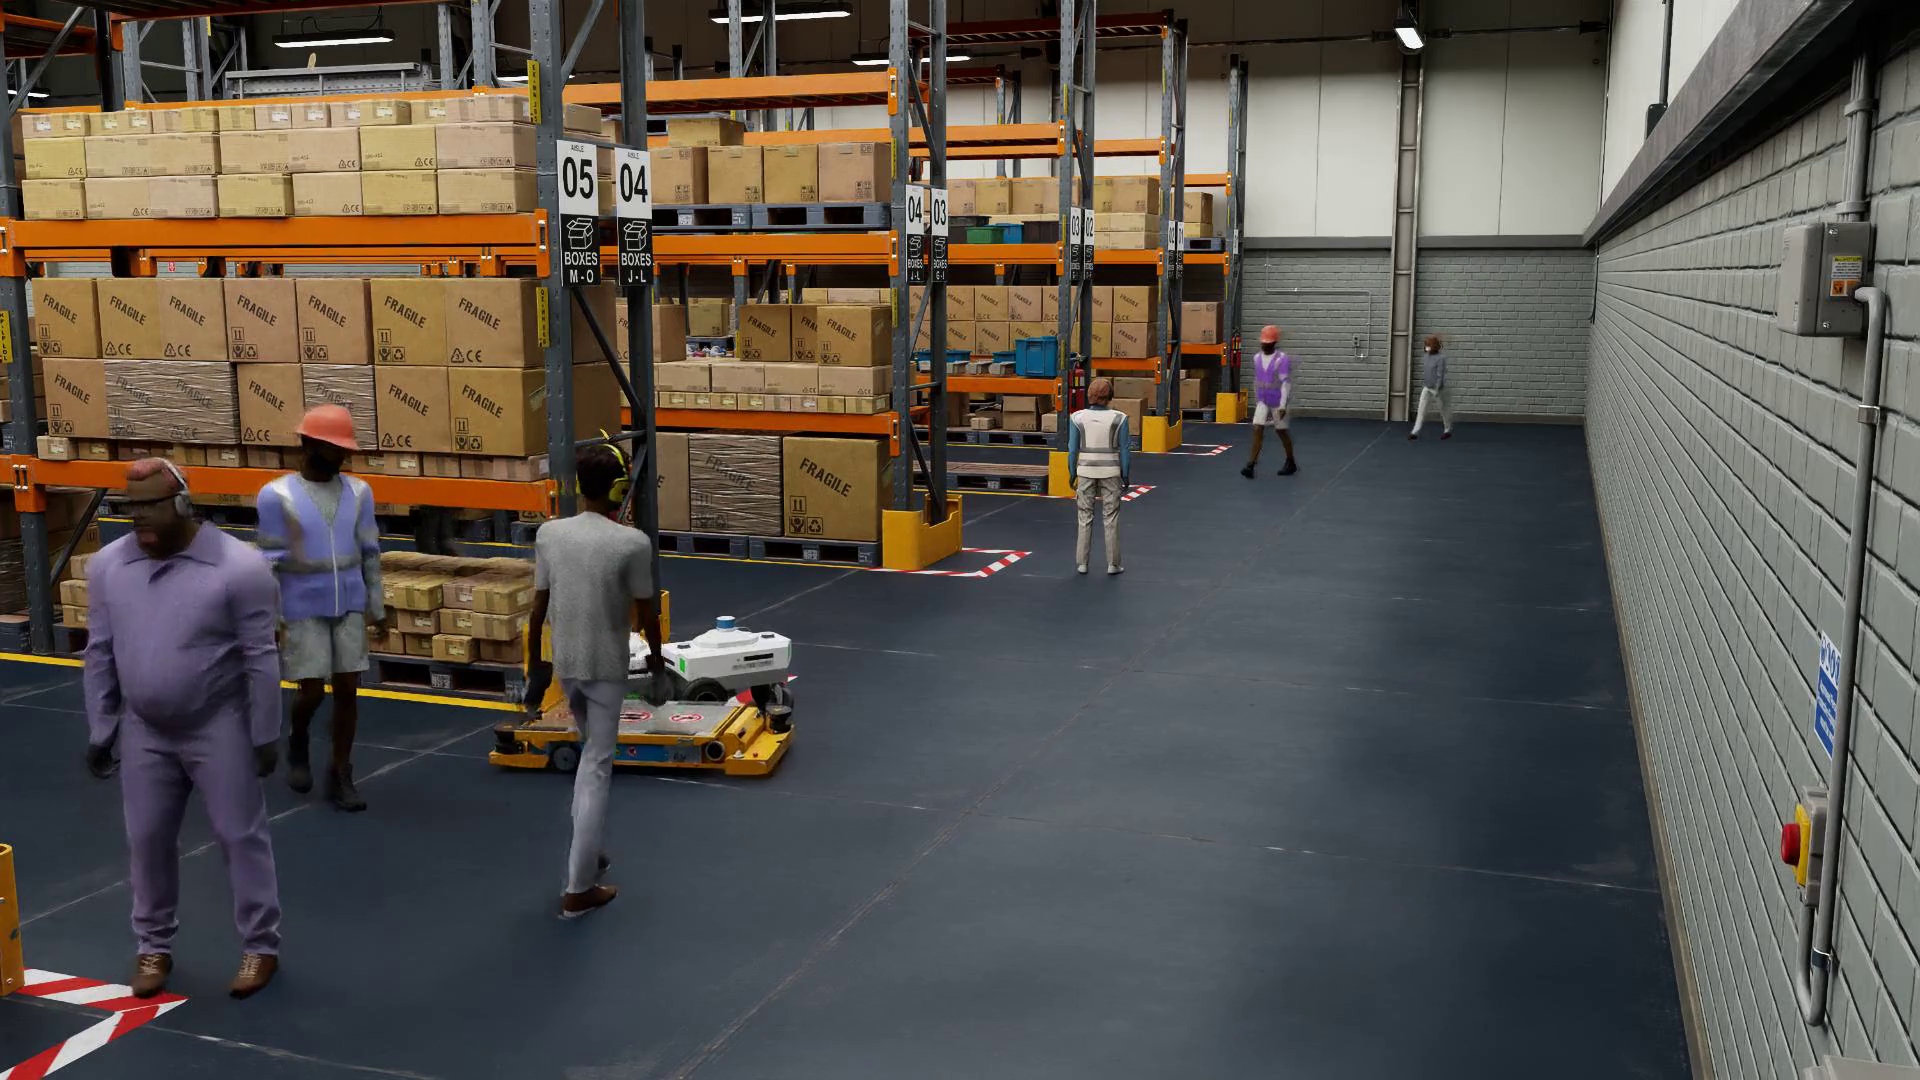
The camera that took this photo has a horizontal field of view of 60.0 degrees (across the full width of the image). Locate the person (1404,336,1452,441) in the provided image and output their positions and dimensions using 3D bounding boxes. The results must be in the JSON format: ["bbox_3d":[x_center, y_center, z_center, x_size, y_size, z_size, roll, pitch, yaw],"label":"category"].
[{"bbox_3d":[7.069,-2.258,24.852,0.927,1.574,0.507,-5,10,-29],"label":"person"}]

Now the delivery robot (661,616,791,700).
[{"bbox_3d":[-1.321,0.676,9.434,0.707,0.478,0.477,-5,11,-31],"label":"delivery robot"}]

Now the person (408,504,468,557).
[{"bbox_3d":[-3.705,-0.345,11.877,0.543,1.909,0.603,3,10,19],"label":"person"}]

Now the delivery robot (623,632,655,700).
[{"bbox_3d":[-1.893,0.693,9.327,0.477,0.478,0.707,-3,10,-19],"label":"delivery robot"}]

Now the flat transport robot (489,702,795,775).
[{"bbox_3d":[-1.619,1.002,8.573,1.431,0.197,0.652,1,9,7],"label":"flat transport robot"}]

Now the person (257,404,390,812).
[{"bbox_3d":[-2.984,0.314,7.785,0.555,1.911,0.471,-9,12,-43],"label":"person"}]

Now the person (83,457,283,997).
[{"bbox_3d":[-2.687,0.650,5.760,0.656,1.892,0.405,1,9,7],"label":"person"}]

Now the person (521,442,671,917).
[{"bbox_3d":[-1.426,0.532,6.623,0.530,1.837,0.695,4,10,23],"label":"person"}]

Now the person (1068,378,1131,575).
[{"bbox_3d":[1.155,-0.519,13.818,0.525,1.636,0.307,2,9,13],"label":"person"}]

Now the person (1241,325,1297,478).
[{"bbox_3d":[3.810,-1.690,20.386,0.587,1.874,1.021,9,13,44],"label":"person"}]
